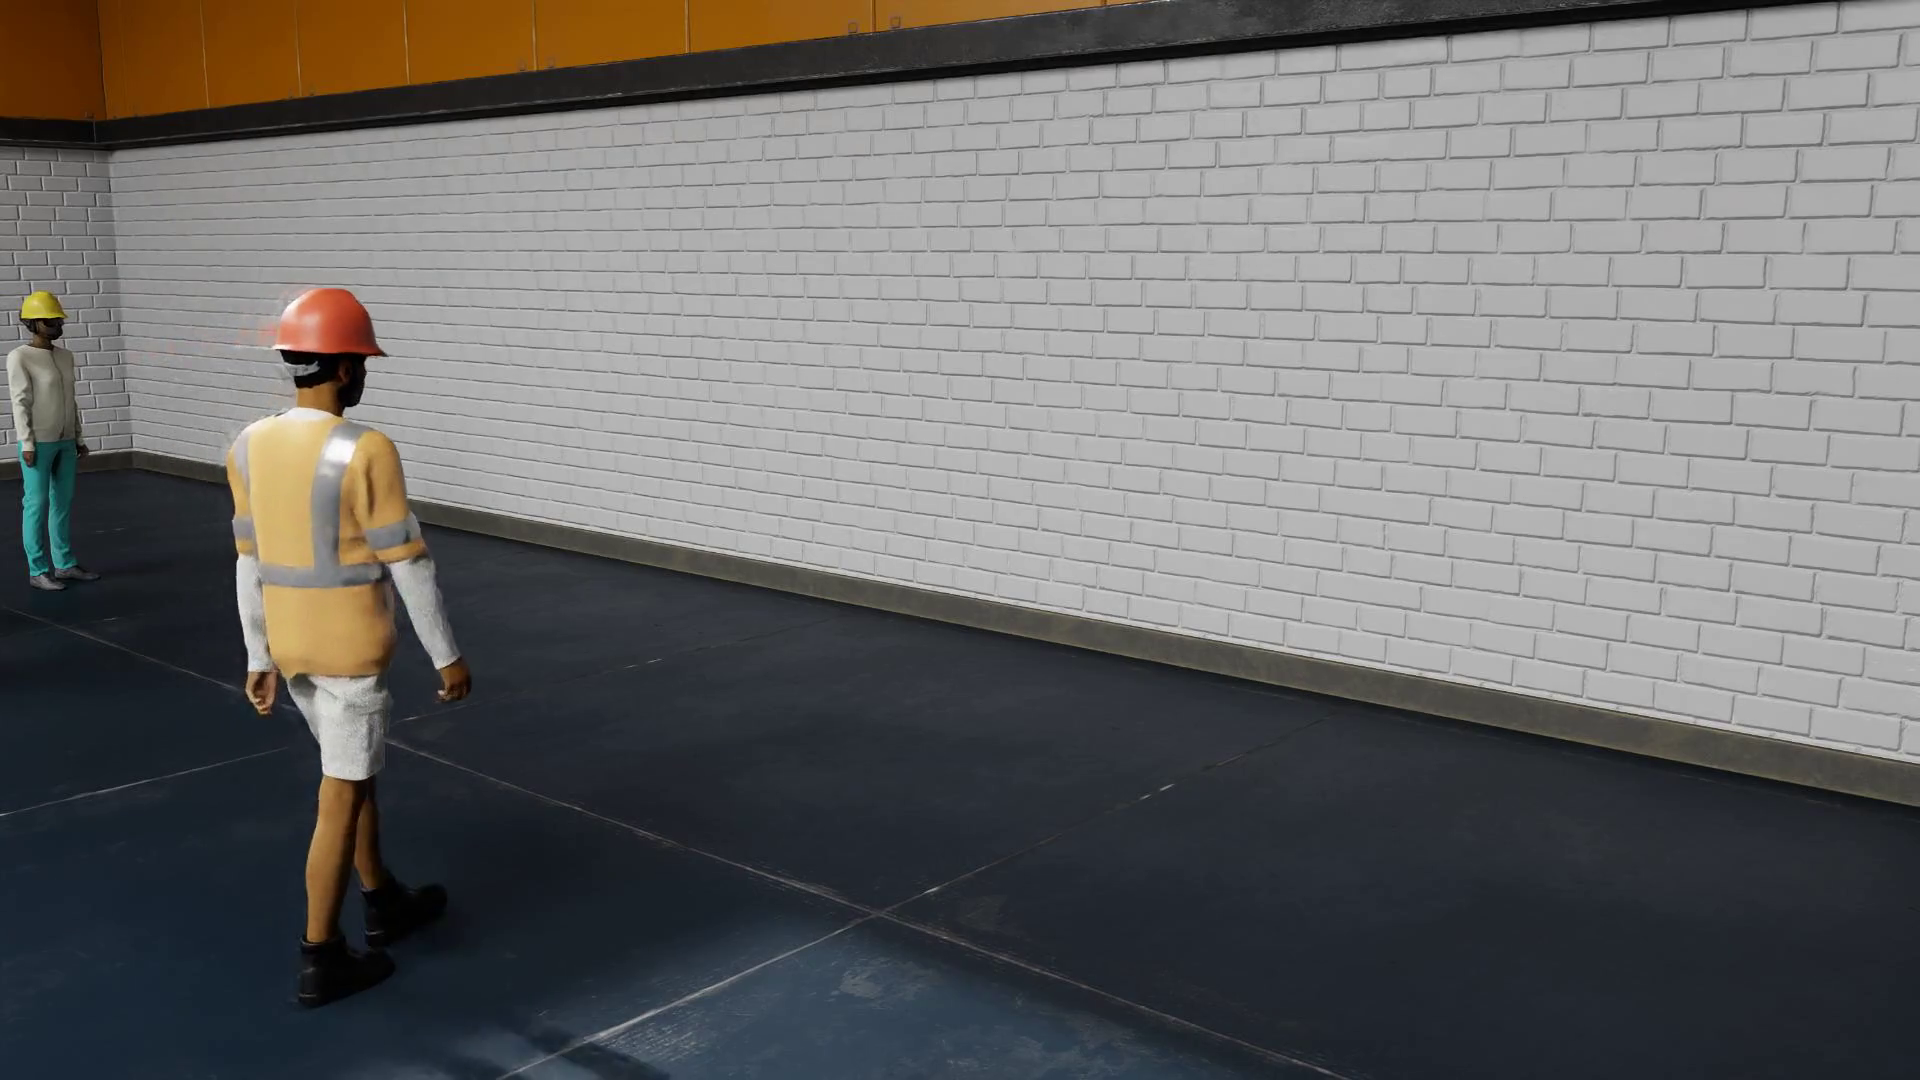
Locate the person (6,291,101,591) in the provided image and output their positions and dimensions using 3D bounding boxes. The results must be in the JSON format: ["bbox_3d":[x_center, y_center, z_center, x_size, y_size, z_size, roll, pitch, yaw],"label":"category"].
[{"bbox_3d":[-5.418,-0.591,9.929,0.318,1.769,0.522,2,10,9],"label":"person"}]

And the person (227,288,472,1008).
[{"bbox_3d":[-1.611,0.274,4.598,0.560,1.913,0.758,6,12,30],"label":"person"}]
